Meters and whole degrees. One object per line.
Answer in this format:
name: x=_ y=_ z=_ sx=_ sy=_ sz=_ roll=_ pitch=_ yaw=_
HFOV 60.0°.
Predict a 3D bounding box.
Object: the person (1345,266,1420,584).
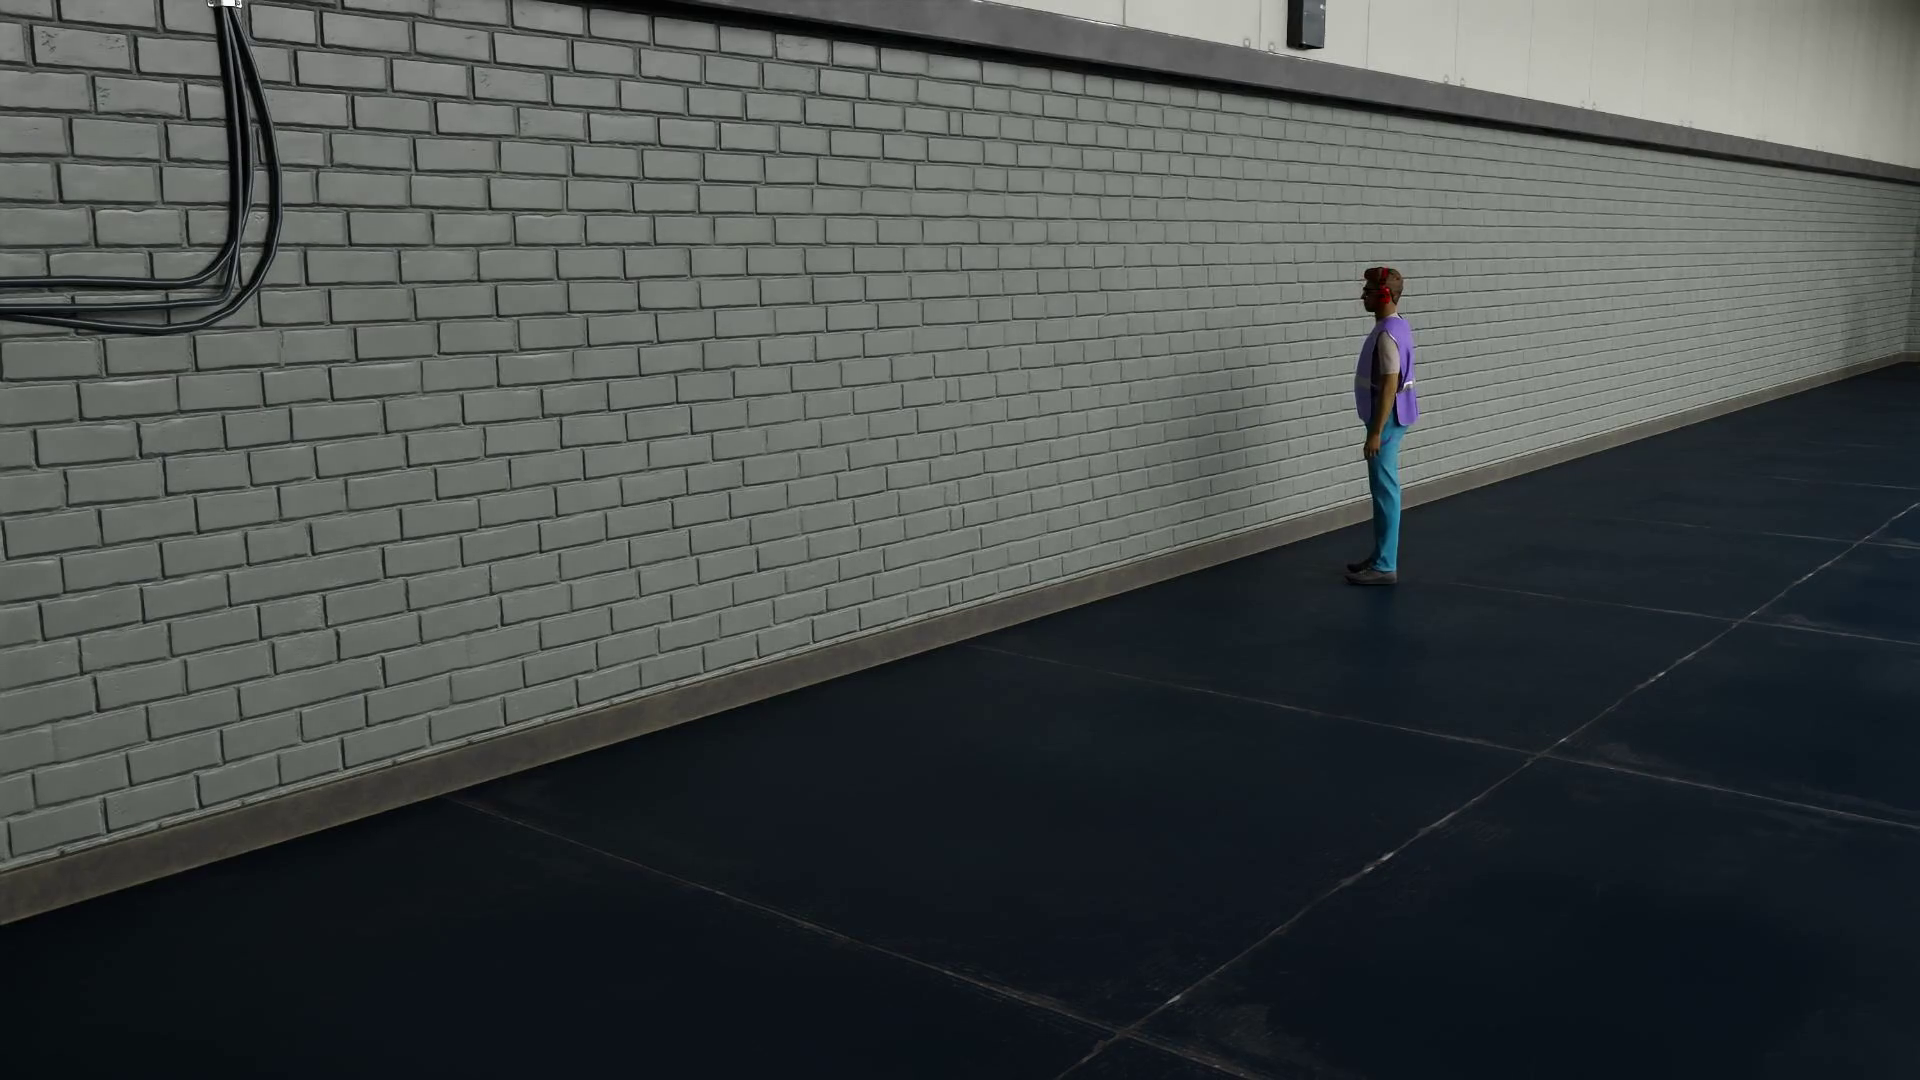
person: x=2.490 y=-0.670 z=9.757 sx=0.388 sy=1.848 sz=0.564 roll=3 pitch=11 yaw=17
